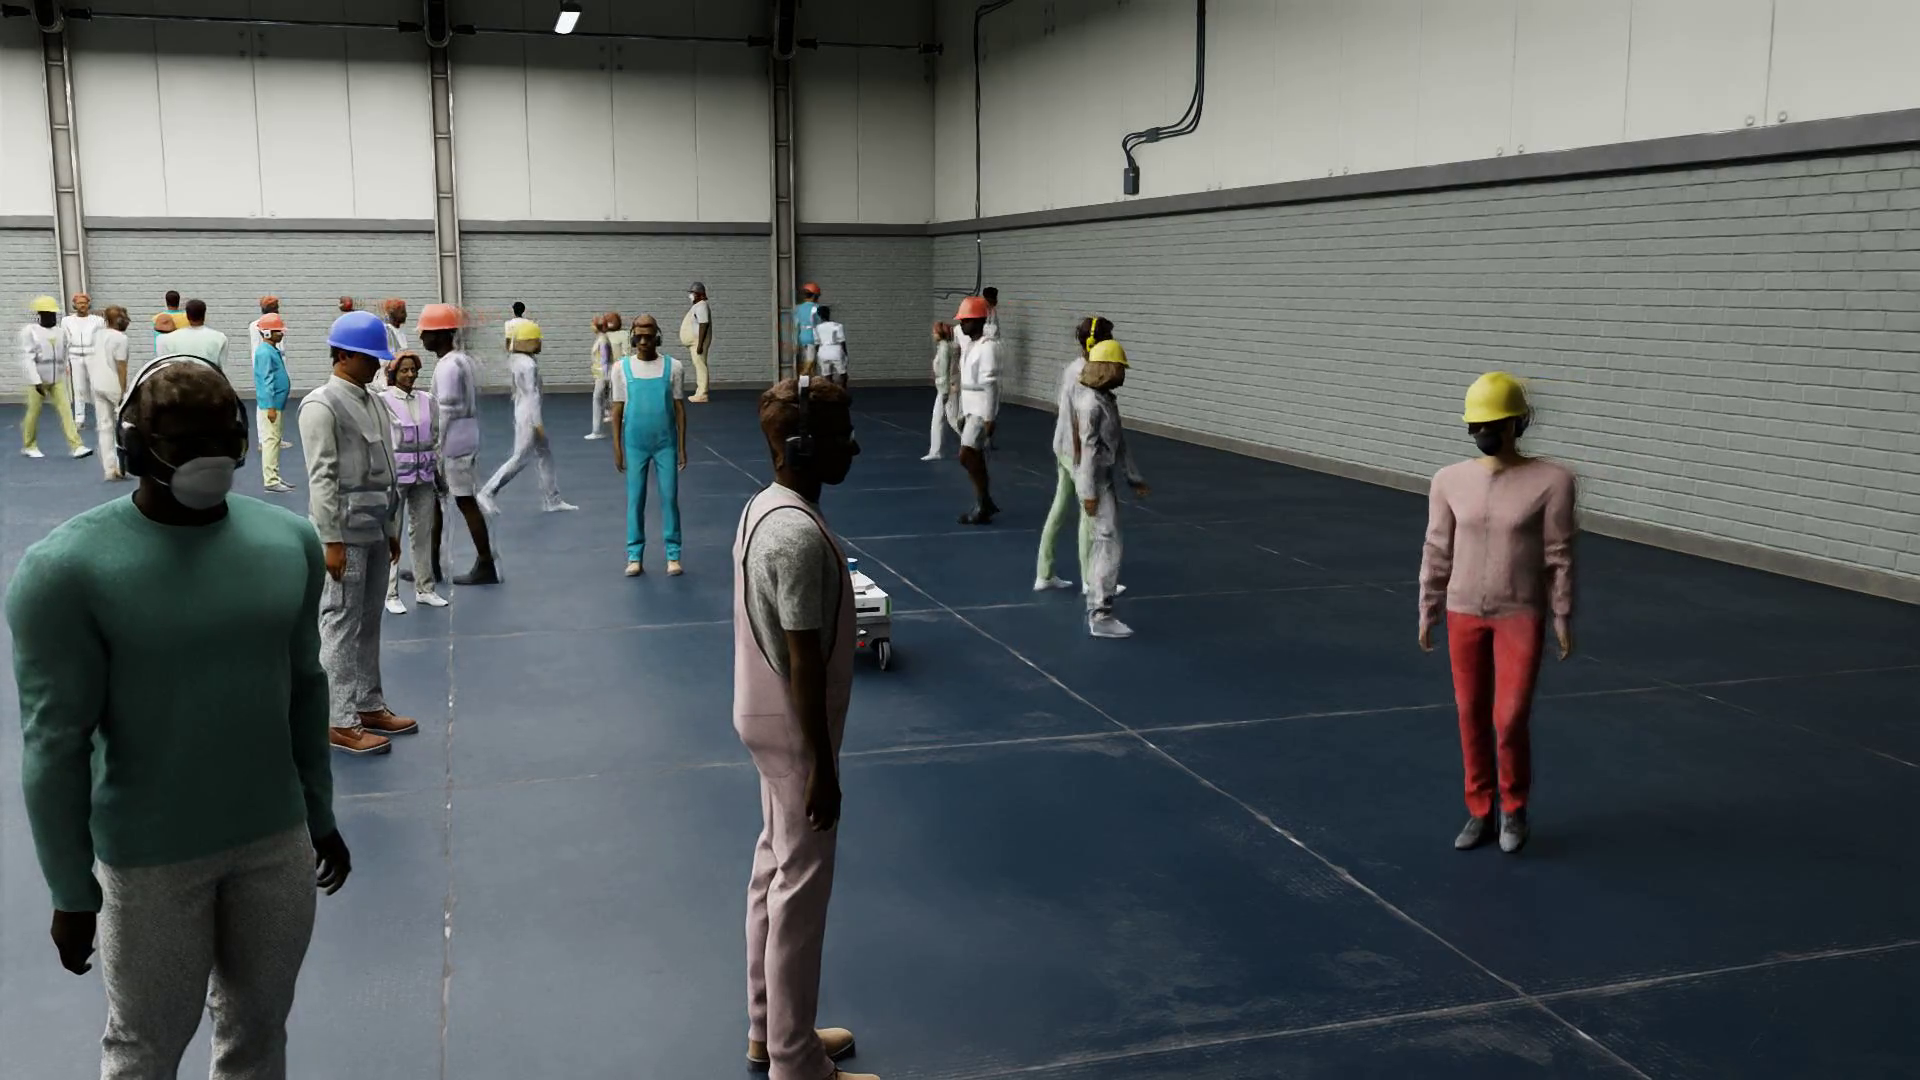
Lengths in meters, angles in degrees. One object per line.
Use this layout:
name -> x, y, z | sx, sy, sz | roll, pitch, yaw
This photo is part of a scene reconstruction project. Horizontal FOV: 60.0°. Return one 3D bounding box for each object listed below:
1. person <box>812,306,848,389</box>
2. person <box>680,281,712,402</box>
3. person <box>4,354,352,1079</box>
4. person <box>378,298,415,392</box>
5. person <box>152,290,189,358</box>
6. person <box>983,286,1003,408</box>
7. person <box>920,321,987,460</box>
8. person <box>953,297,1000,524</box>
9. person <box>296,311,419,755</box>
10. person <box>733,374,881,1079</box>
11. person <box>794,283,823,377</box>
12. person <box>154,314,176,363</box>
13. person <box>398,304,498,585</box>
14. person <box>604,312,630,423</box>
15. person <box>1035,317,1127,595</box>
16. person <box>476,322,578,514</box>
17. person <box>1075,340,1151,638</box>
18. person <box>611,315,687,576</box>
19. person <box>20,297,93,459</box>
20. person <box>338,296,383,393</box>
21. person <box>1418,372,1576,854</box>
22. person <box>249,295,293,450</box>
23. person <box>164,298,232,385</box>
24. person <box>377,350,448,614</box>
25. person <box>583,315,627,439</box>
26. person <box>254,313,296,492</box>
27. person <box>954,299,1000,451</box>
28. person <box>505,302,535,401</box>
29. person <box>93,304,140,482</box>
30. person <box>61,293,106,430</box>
person -> -2.079, -2.920, 26.643 | 0.606, 1.660, 0.342 | 2, 9, 15
person -> -4.488, -3.365, 28.278 | 0.539, 2.000, 0.688 | -2, 9, -13
person -> -1.492, 0.606, 3.272 | 0.354, 1.936, 0.635 | 6, 11, 32
person -> -6.059, -1.701, 18.202 | 0.645, 1.865, 0.606 | -1, 9, -3
person -> -11.175, -2.594, 23.744 | 0.592, 1.919, 0.392 | -6, 11, -35
person -> 0.471, -3.128, 26.997 | 0.361, 1.964, 0.614 | -4, 10, -22
person -> -0.066, -1.701, 19.021 | 0.713, 1.609, 0.520 | -1, 9, -9
person -> 0.107, -1.075, 14.022 | 0.425, 1.925, 0.569 | -3, 9, -19
person -> -2.666, -0.037, 7.369 | 0.399, 1.939, 0.602 | 1, 9, 5
person -> -0.398, 0.507, 4.191 | 0.329, 1.844, 0.518 | -3, 9, -16
person -> -2.524, -3.464, 29.044 | 0.618, 1.991, 1.000 | 8, 12, 40
person -> -10.217, -2.100, 21.488 | 0.280, 1.636, 0.503 | -7, 11, -38
person -> -3.539, -0.628, 11.226 | 0.816, 1.905, 0.585 | -2, 9, -13
person -> -4.978, -2.475, 23.936 | 0.536, 1.604, 0.623 | 4, 10, 22
person -> 0.795, -0.544, 10.991 | 0.621, 1.837, 0.511 | 0, 9, -3
person -> -3.871, -1.077, 14.729 | 0.843, 1.714, 0.487 | -3, 9, -19
person -> 0.882, -0.296, 9.711 | 0.438, 1.729, 0.526 | 2, 9, 13
person -> -2.168, -0.651, 11.635 | 0.509, 1.839, 0.359 | -2, 9, -10
person -> -10.544, -1.867, 19.239 | 0.998, 1.876, 0.590 | 5, 10, 27
person -> -9.980, -3.135, 27.522 | 0.834, 1.818, 0.583 | -7, 11, -36
person -> 1.908, 0.276, 5.970 | 0.543, 1.747, 0.409 | 7, 11, 36
person -> -8.414, -2.037, 20.300 | 0.337, 1.882, 0.585 | 2, 9, 11
person -> -7.584, -1.462, 16.593 | 0.596, 1.895, 0.638 | -2, 9, -12
person -> -3.466, -0.368, 10.430 | 0.308, 1.641, 0.517 | 7, 11, 37
person -> -4.581, -2.115, 21.625 | 0.617, 1.618, 0.529 | -2, 9, -12
person -> -6.706, -1.344, 16.289 | 0.337, 1.749, 0.574 | -3, 9, -16
person -> 0.197, -1.998, 20.179 | 0.582, 1.842, 0.377 | 2, 9, 11
person -> -7.537, -3.231, 28.515 | 0.539, 1.696, 0.317 | -7, 11, -36
person -> -8.698, -1.514, 17.148 | 0.513, 1.821, 0.480 | 4, 10, 26
person -> -12.042, -2.445, 22.902 | 0.584, 1.883, 0.346 | -2, 9, -15
